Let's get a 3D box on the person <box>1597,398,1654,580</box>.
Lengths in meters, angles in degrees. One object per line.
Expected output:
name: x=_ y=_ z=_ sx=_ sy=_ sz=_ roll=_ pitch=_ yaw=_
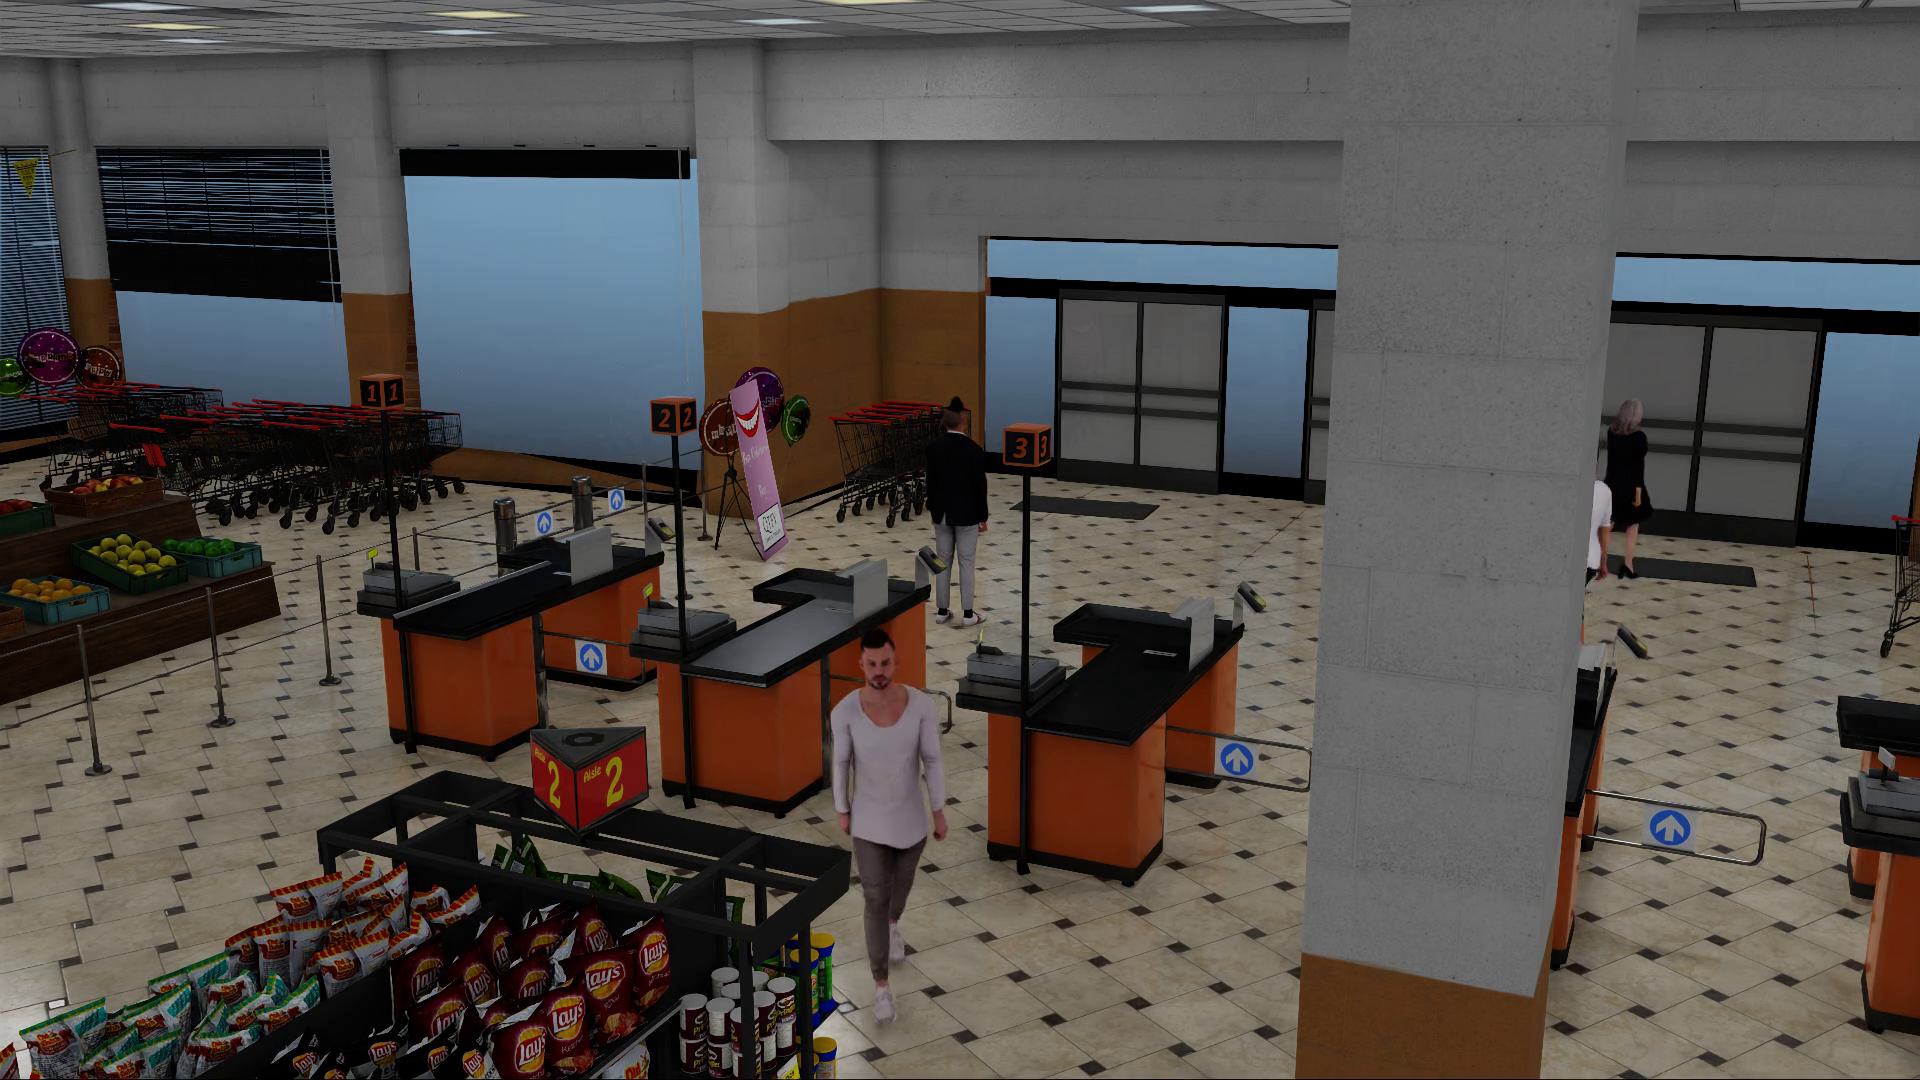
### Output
person: x=5.999 y=-0.420 z=15.192 sx=1.141 sy=1.715 sz=0.962 roll=-8 pitch=16 yaw=-30

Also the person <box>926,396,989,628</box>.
person: x=-0.033 y=-0.249 z=13.980 sx=0.690 sy=1.954 sz=0.568 roll=6 pitch=15 yaw=24

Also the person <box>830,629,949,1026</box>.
person: x=-0.342 y=1.287 z=7.964 sx=1.100 sy=1.806 sz=1.241 roll=-3 pitch=14 yaw=-10
